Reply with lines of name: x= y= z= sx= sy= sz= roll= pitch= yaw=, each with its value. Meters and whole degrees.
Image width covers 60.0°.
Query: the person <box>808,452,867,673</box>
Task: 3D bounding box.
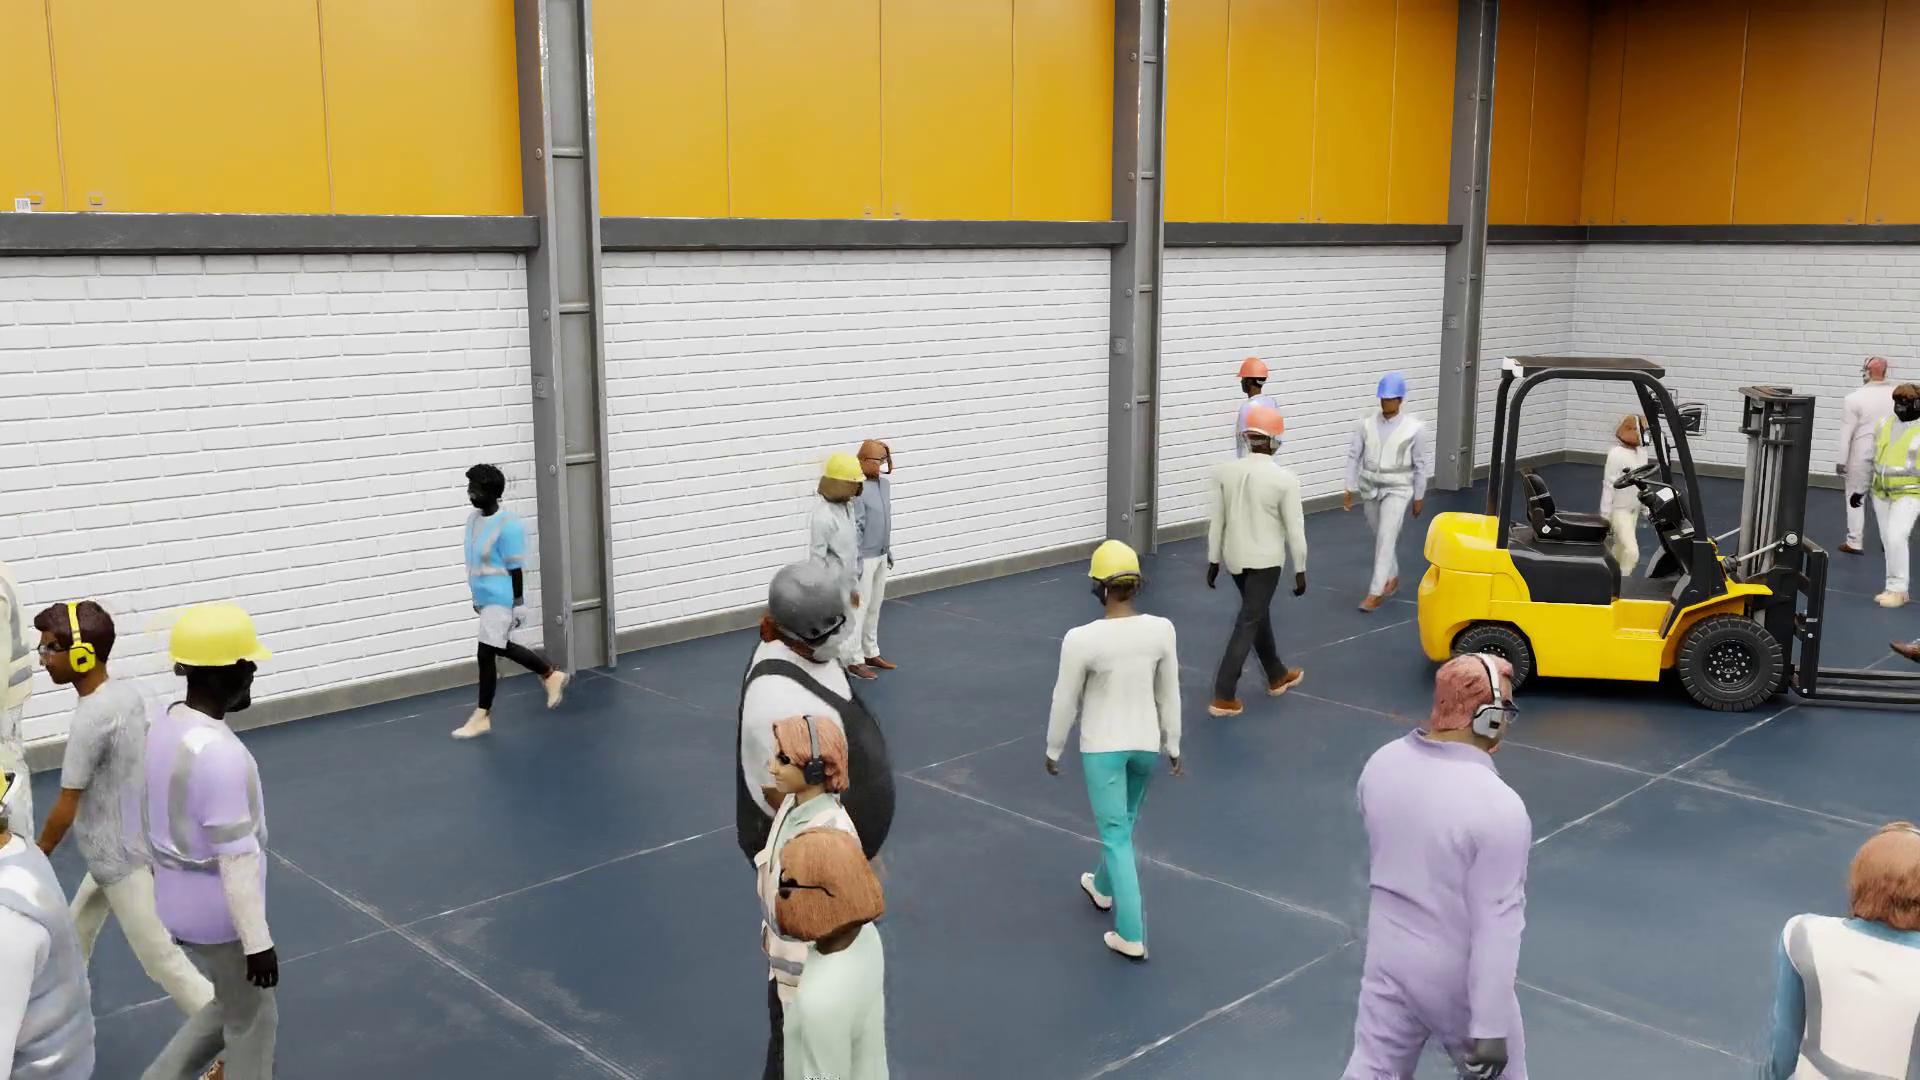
person: x=-0.733 y=0.321 z=10.035 sx=0.383 sy=1.725 sz=0.505 roll=3 pitch=11 yaw=14

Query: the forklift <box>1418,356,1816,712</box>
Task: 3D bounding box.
forklift: x=4.276 y=-0.101 z=11.076 sx=2.313 sy=2.155 sz=1.214 roll=2 pitch=11 yaw=13

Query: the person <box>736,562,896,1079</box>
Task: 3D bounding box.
person: x=-0.481 y=0.982 z=5.591 sx=0.535 sy=2.000 sz=0.719 roll=-1 pitch=10 yaw=-8

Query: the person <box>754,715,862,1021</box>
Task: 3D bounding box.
person: x=-0.432 y=1.306 z=4.916 sx=0.307 sy=1.641 sz=0.512 roll=-4 pitch=11 yaw=-22

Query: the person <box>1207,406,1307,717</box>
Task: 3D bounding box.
person: x=1.910 y=0.121 z=10.561 sx=1.052 sy=1.939 sz=0.642 roll=-9 pitch=14 yaw=-42

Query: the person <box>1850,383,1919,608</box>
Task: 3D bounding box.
person: x=7.589 y=-0.363 z=13.515 sx=0.564 sy=1.820 sz=0.629 roll=-3 pitch=11 yaw=-18

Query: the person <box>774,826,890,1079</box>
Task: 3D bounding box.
person: x=-0.311 y=1.476 z=4.034 sx=0.389 sy=1.616 sz=0.511 roll=2 pitch=11 yaw=11

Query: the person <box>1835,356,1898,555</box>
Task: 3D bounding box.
person: x=8.562 y=-0.779 z=15.602 sx=0.664 sy=1.887 sz=0.509 roll=0 pitch=10 yaw=-1

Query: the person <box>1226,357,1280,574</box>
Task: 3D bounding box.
person: x=2.585 y=-0.646 z=14.745 sx=0.362 sy=1.939 sz=0.543 roll=8 pitch=13 yaw=37

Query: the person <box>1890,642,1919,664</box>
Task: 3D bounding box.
person: x=7.027 y=0.043 z=11.278 sx=1.072 sy=1.834 sz=0.652 roll=4 pitch=11 yaw=19

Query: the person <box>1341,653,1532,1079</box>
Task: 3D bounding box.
person: x=1.372 y=1.233 z=4.780 sx=1.033 sy=1.852 sz=0.649 roll=-5 pitch=12 yaw=-26

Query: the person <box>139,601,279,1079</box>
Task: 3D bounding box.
person: x=-2.343 y=1.132 z=5.137 sx=0.554 sy=1.907 sz=0.592 roll=-7 pitch=13 yaw=-35

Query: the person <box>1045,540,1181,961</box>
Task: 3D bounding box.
person: x=0.612 y=0.851 z=7.111 sx=0.552 sy=1.729 sz=0.826 roll=-5 pitch=11 yaw=-24

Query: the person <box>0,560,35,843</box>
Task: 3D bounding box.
person: x=-4.472 y=0.716 z=7.629 sx=0.404 sy=1.825 sz=0.586 roll=-6 pitch=12 yaw=-28

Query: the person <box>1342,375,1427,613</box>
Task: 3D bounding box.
person: x=3.484 y=-0.407 z=13.582 sx=0.598 sy=1.902 sz=1.021 roll=8 pitch=13 yaw=36

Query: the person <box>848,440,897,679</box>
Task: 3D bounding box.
person: x=-0.603 y=0.120 z=11.397 sx=0.268 sy=1.632 sz=0.506 roll=5 pitch=11 yaw=24

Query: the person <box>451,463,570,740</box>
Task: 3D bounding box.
person: x=-2.754 y=0.336 z=10.133 sx=0.786 sy=1.671 sz=0.530 roll=-9 pitch=14 yaw=-42

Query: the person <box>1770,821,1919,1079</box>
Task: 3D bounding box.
person: x=2.251 y=1.468 z=4.088 sx=0.686 sy=1.613 sz=0.522 roll=-10 pitch=14 yaw=-43

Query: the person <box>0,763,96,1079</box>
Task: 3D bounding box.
person: x=-2.382 y=1.356 z=4.277 sx=0.942 sy=1.789 sz=0.591 roll=-8 pitch=13 yaw=-36

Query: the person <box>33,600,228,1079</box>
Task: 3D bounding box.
person: x=-2.916 y=1.095 z=5.635 sx=1.015 sy=1.806 sz=0.495 roll=-4 pitch=11 yaw=-22

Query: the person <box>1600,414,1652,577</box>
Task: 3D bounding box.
person: x=5.283 y=-0.186 z=13.091 sx=0.538 sy=1.610 sz=0.525 roll=-9 pitch=13 yaw=-39
